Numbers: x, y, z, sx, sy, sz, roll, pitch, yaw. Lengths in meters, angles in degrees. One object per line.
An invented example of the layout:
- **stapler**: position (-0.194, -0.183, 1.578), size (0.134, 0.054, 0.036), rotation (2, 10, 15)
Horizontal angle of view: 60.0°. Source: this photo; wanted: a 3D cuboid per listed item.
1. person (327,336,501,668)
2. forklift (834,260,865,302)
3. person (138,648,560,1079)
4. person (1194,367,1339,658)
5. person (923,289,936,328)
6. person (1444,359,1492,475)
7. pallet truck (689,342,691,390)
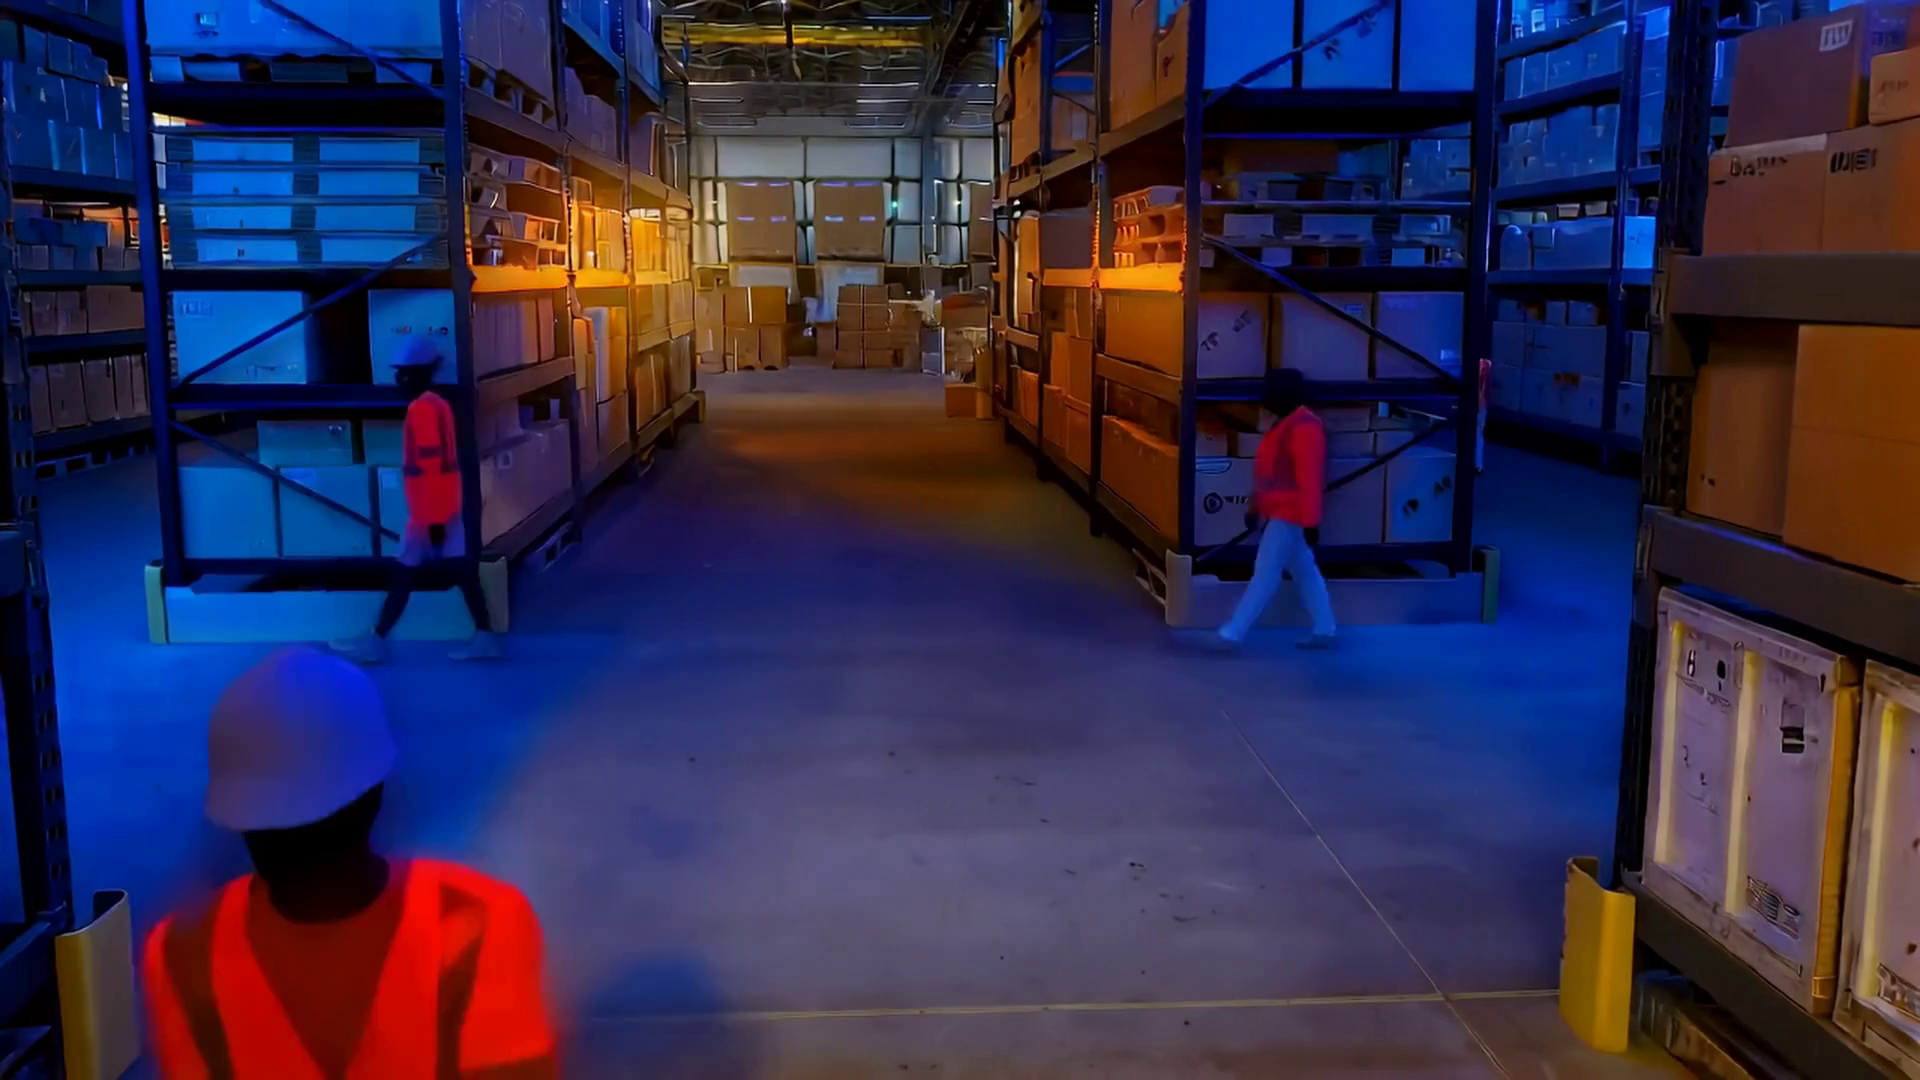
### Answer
- **person**: position (-3.276, -0.214, 9.953), size (1.042, 1.987, 0.630), rotation (-1, 9, -4)
- **forklift**: position (-3.397, -7.253, 51.370), size (1.129, 2.768, 1.873), rotation (-1, 9, -4)
- **person**: position (-0.824, 1.068, 2.299), size (0.551, 1.873, 1.034), rotation (-2, 9, -13)
- **person**: position (1.936, -0.163, 10.260), size (0.970, 1.787, 0.654), rotation (-1, 9, -5)
- **person**: position (-0.968, -7.783, 57.809), size (1.023, 1.881, 0.649), rotation (0, 9, 1)
- **person**: position (5.969, -1.552, 19.497), size (0.531, 1.628, 0.346), rotation (-1, 9, -7)
- **pallet truck**: position (-5.225, -3.008, 27.480), size (1.885, 1.965, 0.823), rotation (2, 9, 14)
